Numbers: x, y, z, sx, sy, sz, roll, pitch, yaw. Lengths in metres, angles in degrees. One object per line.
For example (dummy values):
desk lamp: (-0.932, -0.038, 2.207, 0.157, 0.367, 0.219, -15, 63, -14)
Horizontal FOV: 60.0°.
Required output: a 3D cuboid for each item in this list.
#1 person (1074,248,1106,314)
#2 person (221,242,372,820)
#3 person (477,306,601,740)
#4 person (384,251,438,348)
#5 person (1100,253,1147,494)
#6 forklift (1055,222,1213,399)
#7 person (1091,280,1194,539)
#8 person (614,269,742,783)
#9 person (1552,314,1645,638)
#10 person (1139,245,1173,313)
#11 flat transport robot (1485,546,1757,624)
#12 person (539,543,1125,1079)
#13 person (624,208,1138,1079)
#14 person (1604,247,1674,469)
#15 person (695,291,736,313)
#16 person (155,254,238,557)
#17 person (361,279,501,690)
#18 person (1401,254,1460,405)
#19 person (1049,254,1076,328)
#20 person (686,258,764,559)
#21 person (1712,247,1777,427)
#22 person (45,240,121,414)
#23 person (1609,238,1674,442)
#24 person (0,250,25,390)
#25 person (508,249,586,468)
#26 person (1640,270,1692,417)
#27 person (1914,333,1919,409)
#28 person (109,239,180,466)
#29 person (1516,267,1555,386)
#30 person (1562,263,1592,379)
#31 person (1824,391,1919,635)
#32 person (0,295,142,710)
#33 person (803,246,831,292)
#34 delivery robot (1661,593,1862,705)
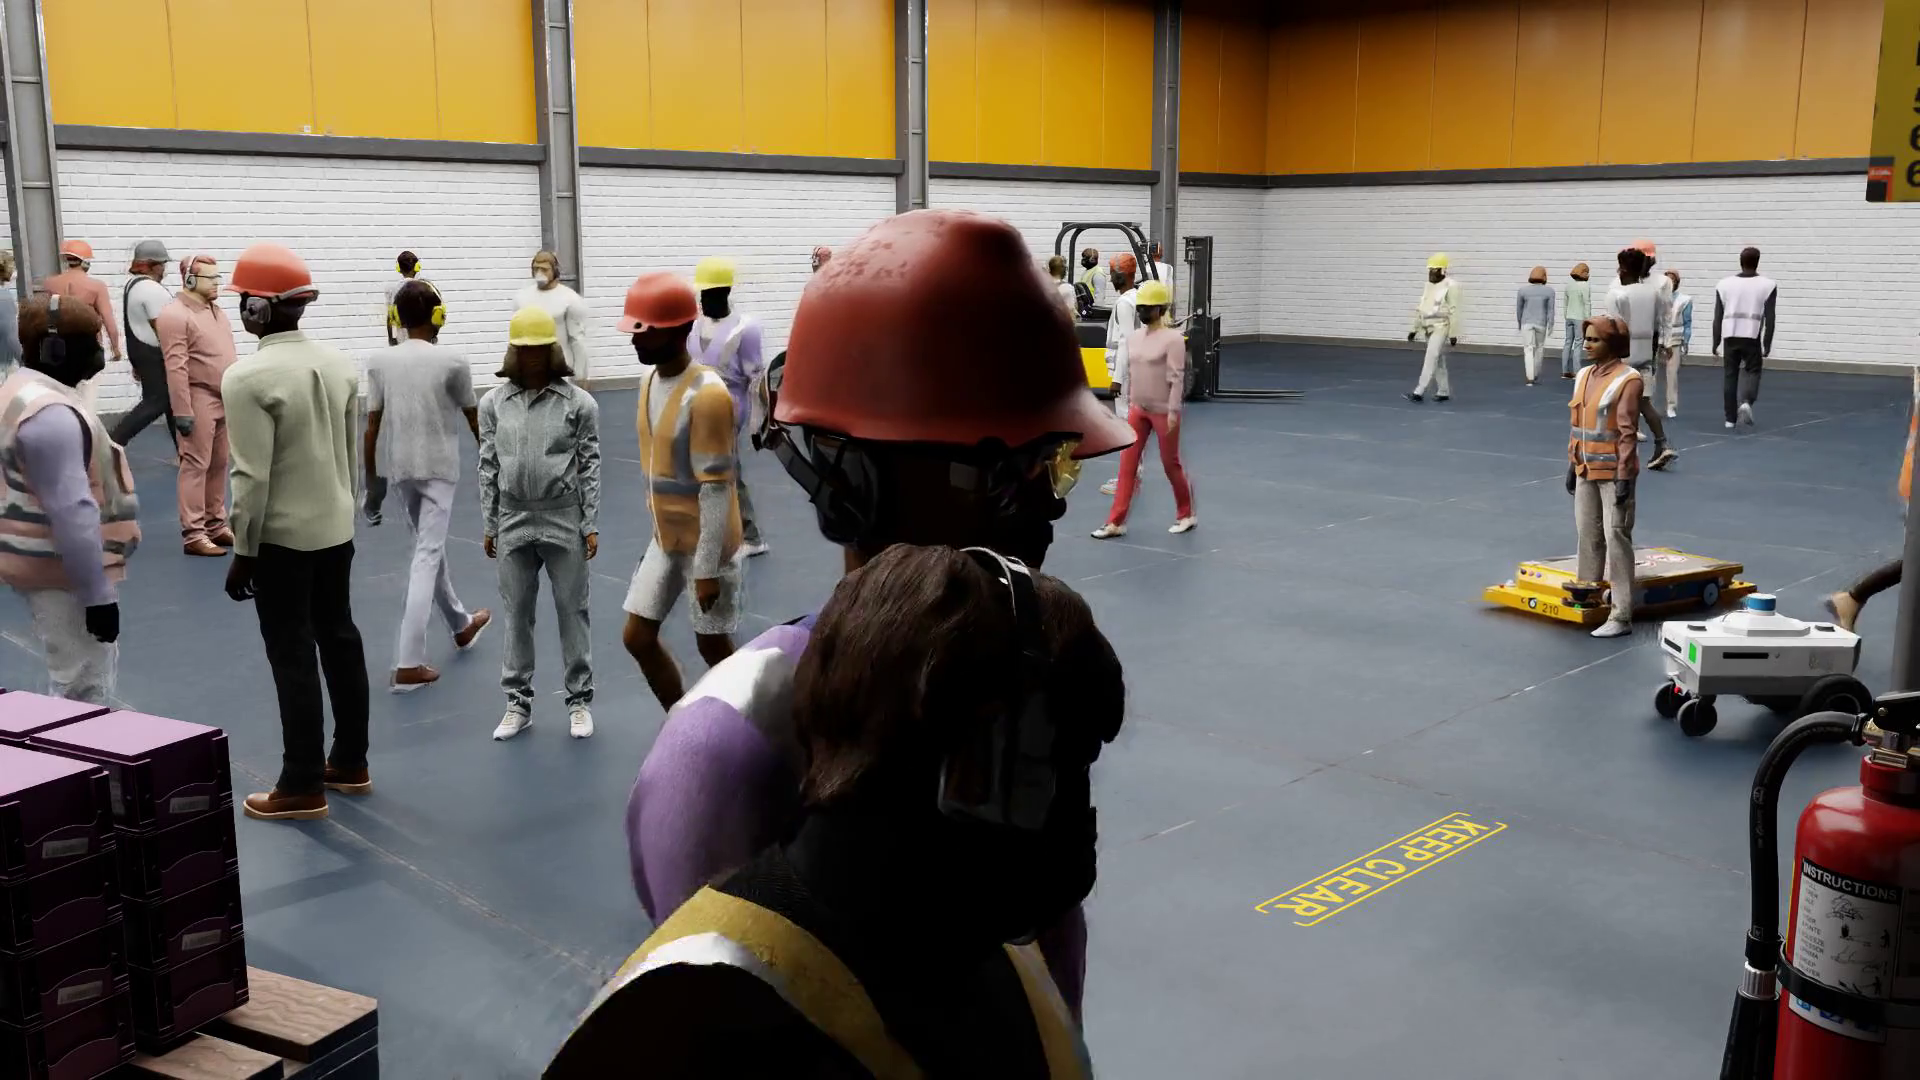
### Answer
person: (1.823, -3.181, 23.438, 0.429, 1.843, 0.625, -3, 11, -15)
person: (-2.319, -0.024, 5.792, 0.374, 1.997, 0.608, 3, 11, 16)
person: (-1.684, -0.058, 6.675, 0.488, 1.743, 0.299, -1, 10, -3)
person: (-5.599, -2.017, 17.025, 0.520, 1.865, 0.328, -1, 10, -7)
person: (1.301, -1.299, 13.050, 0.354, 1.887, 0.573, 3, 11, 18)
forklift: (1.935, -2.847, 20.651, 2.313, 2.155, 1.214, 2, 11, 13)
person: (1.279, -0.872, 11.173, 0.822, 1.725, 0.542, -10, 14, -42)
person: (-0.974, 0.003, 5.897, 0.557, 1.902, 0.578, -9, 13, -39)
person: (3.266, -0.326, 8.450, 0.318, 1.630, 0.512, -3, 11, -14)
person: (3.012, -3.618, 25.707, 0.575, 1.883, 0.355, -4, 11, -20)
flat transport robot: (3.642, 0.228, 9.131, 1.431, 0.197, 0.652, -6, 12, -30)
person: (-0.087, 0.917, 1.210, 0.432, 1.809, 0.699, 5, 11, 24)
person: (-0.025, 0.723, 1.592, 0.382, 2.041, 0.616, 5, 12, 26)
person: (5.884, -1.586, 14.516, 0.614, 1.932, 0.965, -4, 11, -19)
person: (-2.369, -1.782, 15.982, 0.504, 1.786, 0.660, 5, 12, 26)
person: (-4.791, -0.858, 10.598, 0.403, 1.904, 0.652, 1, 10, 3)
person: (-2.422, -0.283, 7.694, 0.493, 1.812, 1.002, 3, 11, 16)
person: (5.599, -2.513, 19.927, 0.865, 1.797, 0.596, -3, 11, -18)
person: (1.027, -2.261, 18.513, 0.518, 1.820, 0.874, 9, 14, 40)
person: (-1.525, -0.754, 10.095, 0.600, 1.881, 0.944, 10, 14, 44)
person: (8.234, -2.123, 17.507, 0.593, 1.906, 0.450, 6, 12, 28)
person: (-8.558, -1.950, 16.355, 0.647, 1.968, 0.681, 1, 10, 5)
person: (6.756, -2.012, 16.637, 0.606, 2.004, 0.972, 0, 10, -1)
person: (-8.007, -1.498, 14.081, 0.833, 1.906, 0.637, -8, 13, -38)
person: (-3.296, -1.392, 13.483, 0.636, 1.916, 0.862, 4, 11, 19)
person: (7.869, -2.172, 18.553, 0.525, 1.649, 0.406, 5, 12, 27)
person: (7.518, -1.075, 12.568, 0.557, 1.603, 0.562, 9, 14, 41)
person: (-6.985, -1.606, 14.300, 0.934, 2.000, 0.681, -7, 12, -33)
person: (7.811, -2.912, 22.628, 0.493, 1.588, 0.808, 3, 11, 17)
person: (8.722, -3.088, 23.495, 0.289, 1.633, 0.497, -4, 11, -21)
person: (4.528, -0.237, 7.827, 0.705, 1.671, 0.527, 7, 12, 33)
person: (-2.936, 0.119, 5.509, 0.429, 1.829, 0.657, -7, 13, -34)
person: (-1.481, -2.202, 17.917, 0.403, 1.906, 0.651, 6, 12, 31)
delivery robot: (3.271, 0.463, 6.819, 0.707, 0.478, 0.477, 0, 10, 2)
